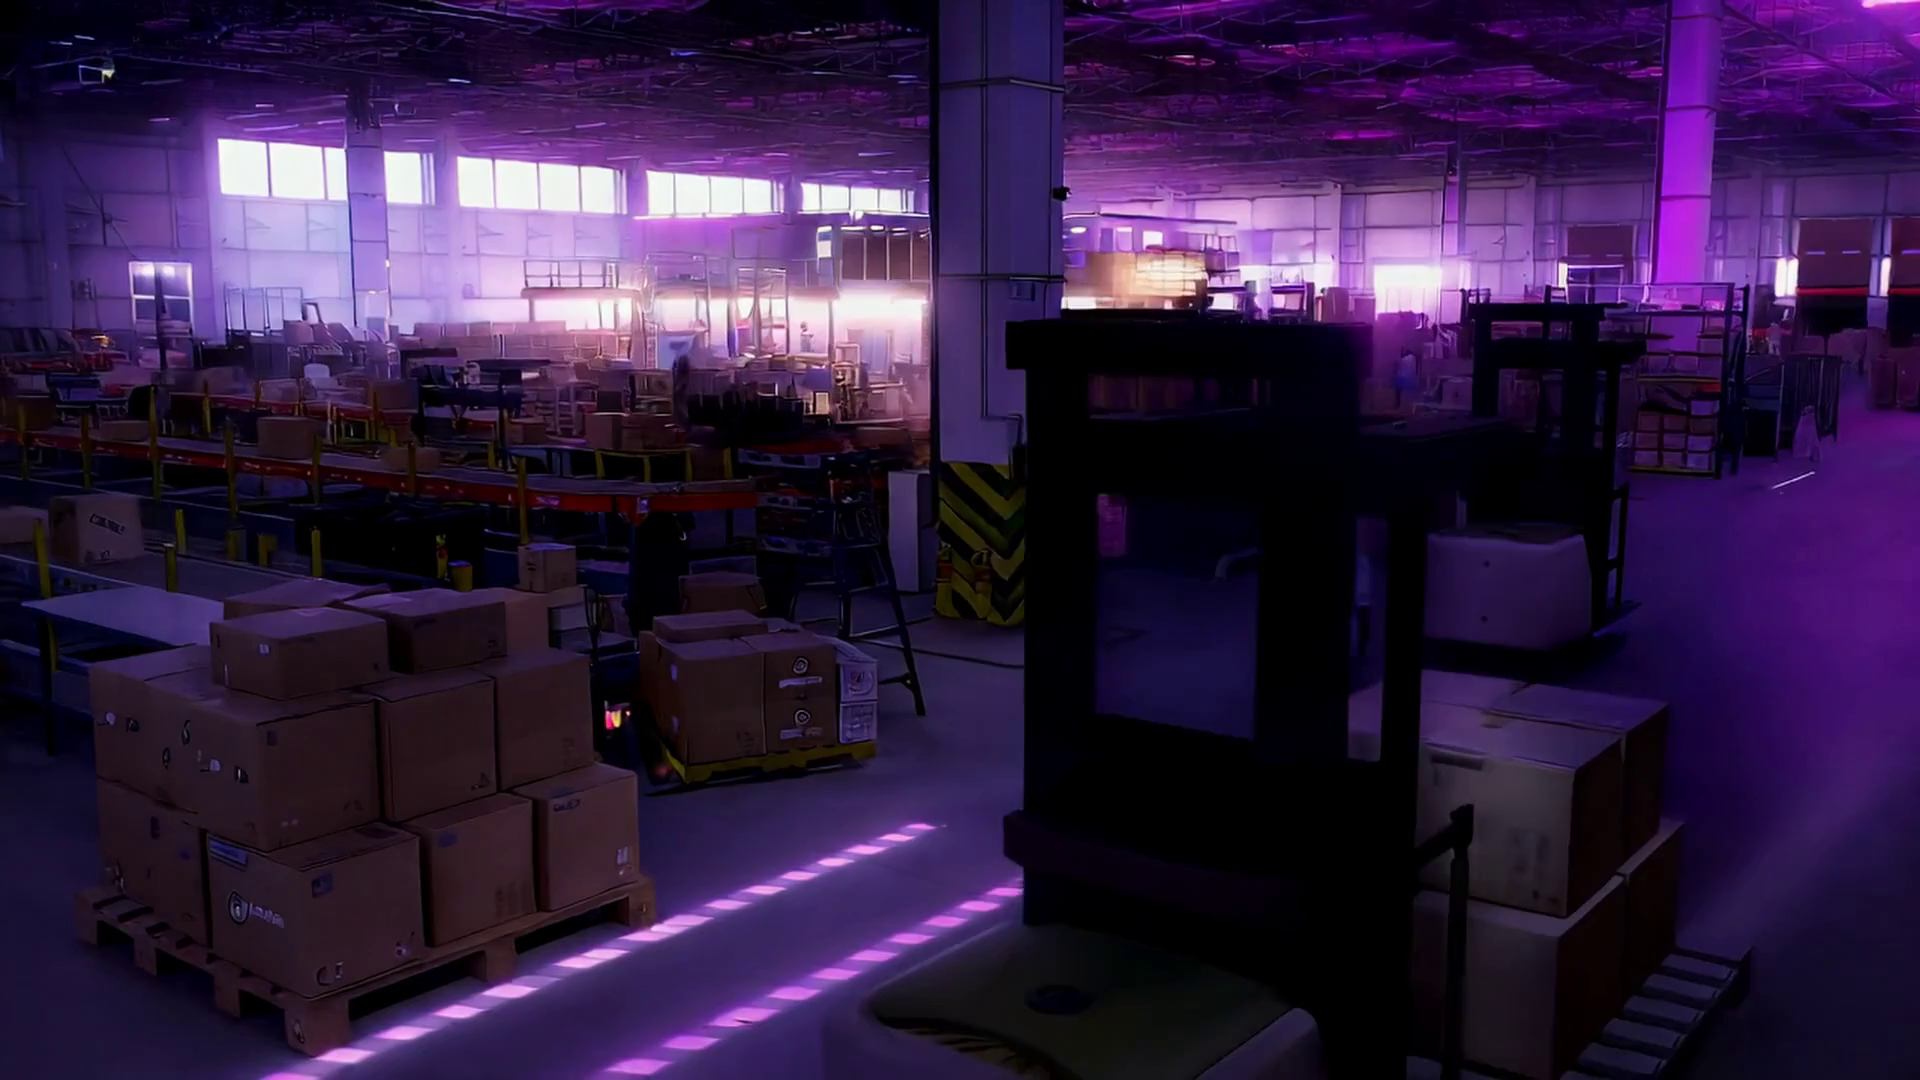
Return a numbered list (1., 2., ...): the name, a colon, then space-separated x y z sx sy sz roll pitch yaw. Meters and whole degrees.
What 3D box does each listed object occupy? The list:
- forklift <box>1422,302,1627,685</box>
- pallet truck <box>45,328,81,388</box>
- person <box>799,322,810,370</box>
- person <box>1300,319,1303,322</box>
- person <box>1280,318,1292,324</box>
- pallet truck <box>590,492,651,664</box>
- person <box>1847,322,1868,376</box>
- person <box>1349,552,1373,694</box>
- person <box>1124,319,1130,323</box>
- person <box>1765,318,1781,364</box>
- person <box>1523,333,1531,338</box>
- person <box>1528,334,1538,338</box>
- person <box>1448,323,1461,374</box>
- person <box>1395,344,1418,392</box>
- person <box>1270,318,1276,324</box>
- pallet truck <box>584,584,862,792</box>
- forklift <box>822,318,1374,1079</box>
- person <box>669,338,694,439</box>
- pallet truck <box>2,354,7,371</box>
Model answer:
1. forklift: 4.379 -0.438 12.852 1.129 2.768 1.873 7 11 37
2. pallet truck: -23.775 -4.544 43.495 1.885 1.965 0.823 6 10 35
3. person: -5.798 -7.191 61.887 0.443 1.831 0.532 1 8 6
4. person: 16.255 -9.698 78.699 0.600 1.866 0.732 0 8 0
5. person: 15.518 -9.824 79.280 0.609 1.940 0.414 -2 9 -16
6. pallet truck: -3.115 0.344 12.883 0.653 1.274 1.630 7 11 37
7. person: 31.360 -6.656 58.011 0.671 1.924 0.632 0 8 1
8. person: 2.160 0.599 9.861 0.550 1.672 0.618 2 9 13
9. person: 6.288 -7.370 62.644 0.603 1.967 0.368 2 9 16
10. person: 33.540 -8.204 68.501 0.597 1.900 0.825 -1 9 -8
11. person: 14.199 -4.298 42.208 0.939 1.900 0.554 6 10 36
12. person: 14.102 -4.165 41.308 0.986 1.896 0.560 4 9 26
13. person: 17.744 -6.861 59.589 0.515 1.849 0.553 2 9 11
14. person: 9.905 -3.466 36.952 0.595 1.794 0.919 8 12 44
15. person: 14.412 -9.344 76.698 0.310 1.744 0.486 -2 9 -14
16. pallet truck: -1.426 0.805 10.019 1.601 1.201 0.680 -4 9 -26
17. forklift: 0.580 0.792 4.558 1.129 2.768 1.873 7 11 37
18. person: -5.576 -3.013 33.125 0.567 2.003 0.614 -4 10 -28
19. pallet truck: -24.881 -4.417 42.634 1.885 1.965 0.823 8 11 41
